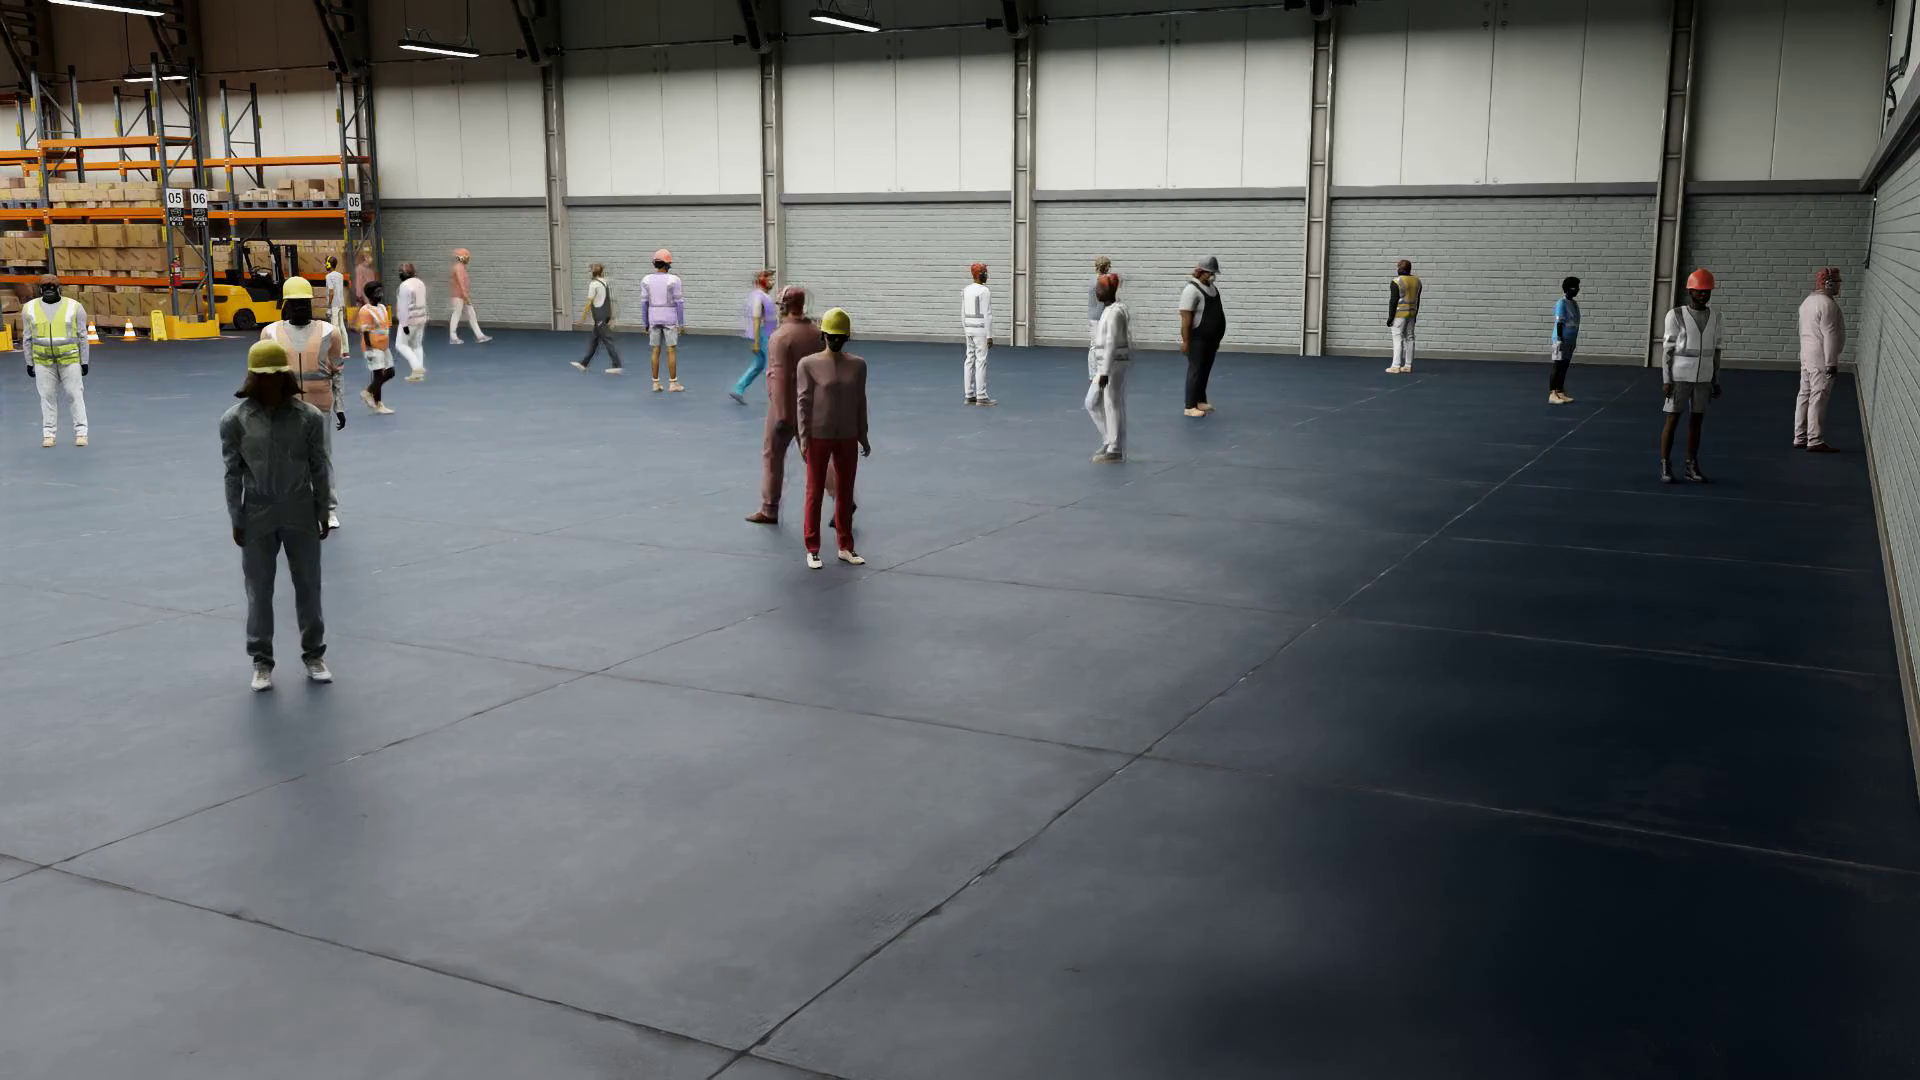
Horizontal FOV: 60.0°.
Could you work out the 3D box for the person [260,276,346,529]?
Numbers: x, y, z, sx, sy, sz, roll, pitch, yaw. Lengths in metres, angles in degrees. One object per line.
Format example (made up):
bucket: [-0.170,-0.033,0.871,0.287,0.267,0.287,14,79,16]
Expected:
person: [-4.998,-1.035,12.685,0.594,1.930,0.354,-3,11,-16]

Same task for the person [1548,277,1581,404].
person: [8.092,-2.666,22.215,0.317,1.697,0.540,9,14,40]

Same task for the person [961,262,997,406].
person: [0.246,-2.718,21.996,0.353,1.883,0.578,-7,13,-35]

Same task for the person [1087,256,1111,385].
person: [2.083,-3.245,24.725,0.373,1.939,0.628,-1,10,-4]

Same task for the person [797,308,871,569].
person: [-0.848,-0.686,11.259,0.523,1.760,0.328,-6,12,-29]

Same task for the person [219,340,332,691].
person: [-3.370,-0.121,8.237,0.481,1.736,0.324,-6,12,-30]

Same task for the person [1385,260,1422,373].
person: [7.233,-3.653,27.208,0.621,1.845,0.429,-6,12,-29]

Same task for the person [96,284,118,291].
person: [-21.300,-6.271,41.392,0.914,1.876,0.647,9,14,39]

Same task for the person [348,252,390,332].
person: [-13.700,-5.689,38.293,1.000,1.859,0.662,0,10,-1]

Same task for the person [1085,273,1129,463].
person: [1.447,-1.681,16.392,0.427,1.871,0.578,-1,10,-5]

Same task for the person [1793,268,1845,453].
person: [8.963,-1.868,17.298,0.410,1.908,0.643,1,10,3]

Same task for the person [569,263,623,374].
person: [-5.921,-3.592,26.996,0.974,1.789,0.508,2,11,10]

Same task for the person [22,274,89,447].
person: [-9.600,-1.901,17.684,0.630,1.835,0.429,-3,11,-17]

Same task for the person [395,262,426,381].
person: [-8.424,-3.334,25.527,0.438,1.831,0.627,2,11,13]

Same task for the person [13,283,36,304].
person: [-22.923,-6.031,40.747,0.360,1.624,0.540,5,12,27]

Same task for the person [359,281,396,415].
person: [-7.340,-2.404,20.824,0.431,1.679,0.543,2,11,10]

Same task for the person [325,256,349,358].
person: [-11.401,-4.241,30.340,0.315,1.869,0.526,2,11,10]

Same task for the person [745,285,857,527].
person: [-1.224,-1.021,12.787,0.931,1.872,0.654,7,12,32]

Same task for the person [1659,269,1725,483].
person: [6.634,-1.474,15.062,0.542,1.939,0.366,0,10,-1]

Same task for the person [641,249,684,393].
person: [-4.233,-3.128,23.794,0.615,2.040,0.391,2,11,12]

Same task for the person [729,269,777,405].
person: [-2.616,-2.649,21.831,0.915,1.812,0.582,0,10,2]

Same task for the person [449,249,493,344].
person: [-10.157,-5.019,34.327,0.952,1.949,0.638,-1,10,-4]

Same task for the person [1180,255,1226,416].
person: [3.060,-2.593,20.884,0.536,2.000,0.709,7,13,34]
